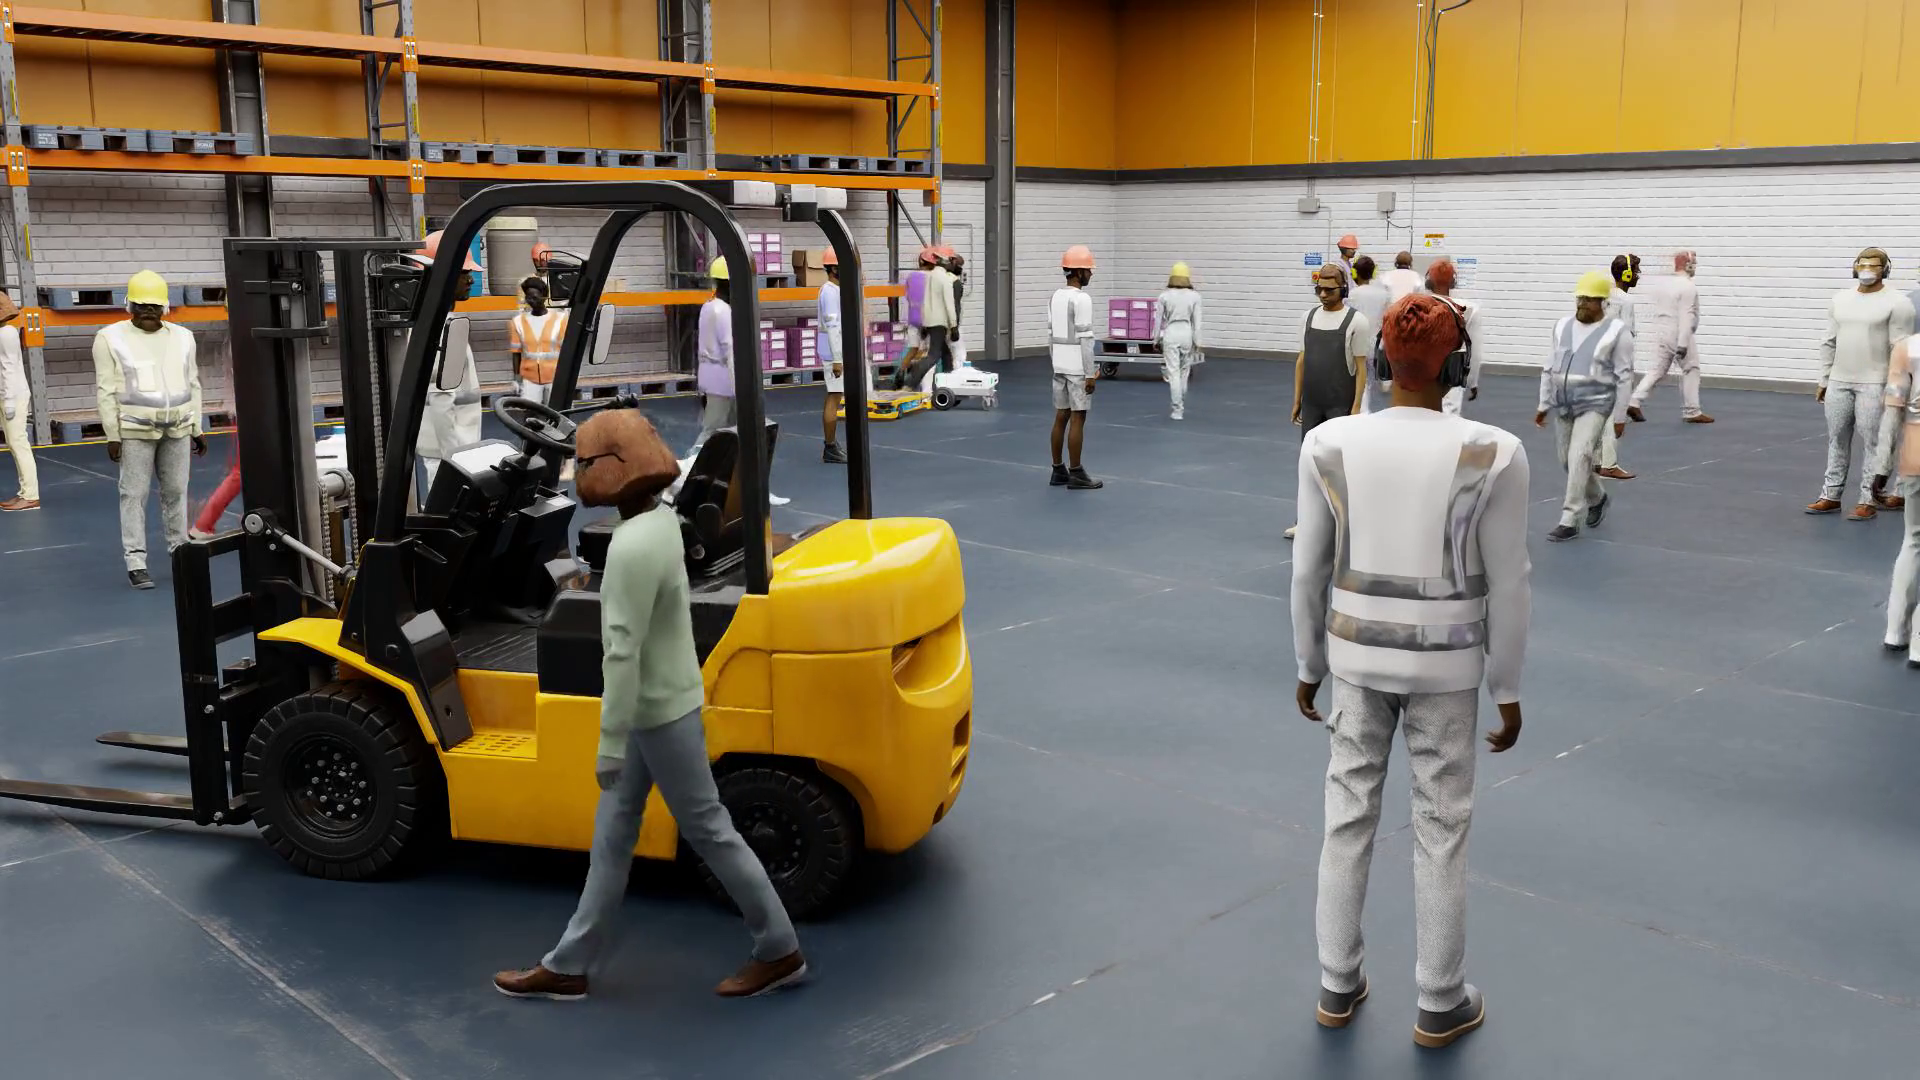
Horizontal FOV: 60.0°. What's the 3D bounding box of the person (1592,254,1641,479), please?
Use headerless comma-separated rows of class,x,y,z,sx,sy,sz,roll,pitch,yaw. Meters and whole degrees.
person,5.474,-1.441,13.898,0.310,1.859,0.532,-1,10,-8

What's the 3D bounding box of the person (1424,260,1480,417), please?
person,3.644,-1.200,12.647,0.575,1.843,0.978,3,11,18

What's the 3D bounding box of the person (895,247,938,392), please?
person,-0.511,-2.756,21.016,0.578,1.879,0.861,8,13,36

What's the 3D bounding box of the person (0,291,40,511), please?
person,-7.024,-1.026,12.277,0.280,1.624,0.493,-8,13,-38

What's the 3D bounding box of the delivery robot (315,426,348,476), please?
delivery robot,-4.749,-0.634,12.800,0.707,0.478,0.477,-3,11,-17

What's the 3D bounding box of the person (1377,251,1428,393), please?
person,5.580,-2.739,21.091,0.664,1.810,0.828,2,11,11

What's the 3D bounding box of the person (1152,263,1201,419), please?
person,2.412,-2.222,18.565,0.507,1.698,0.873,-1,10,-4

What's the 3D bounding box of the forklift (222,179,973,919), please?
forklift,-1.114,-0.058,5.440,2.313,2.155,1.214,2,11,13

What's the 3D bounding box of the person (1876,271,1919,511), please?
person,7.005,-1.132,12.002,0.378,1.937,0.629,-4,11,-19

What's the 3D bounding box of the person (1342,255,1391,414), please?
person,3.719,-1.714,15.467,0.557,1.829,0.951,-1,10,-8

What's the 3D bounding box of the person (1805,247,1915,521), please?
person,6.429,-1.112,11.888,0.372,1.940,0.631,-6,12,-30

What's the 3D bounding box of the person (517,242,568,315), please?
person,-4.561,-2.277,18.231,0.544,1.942,0.347,-4,11,-21

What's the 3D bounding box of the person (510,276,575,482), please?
person,-3.417,-1.318,13.686,0.554,1.686,0.342,1,10,3

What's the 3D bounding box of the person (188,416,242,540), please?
person,-4.538,-0.782,10.665,0.891,1.724,0.538,-3,11,-17

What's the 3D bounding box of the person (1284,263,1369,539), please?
person,2.426,-0.896,10.979,0.504,1.841,0.344,9,14,39

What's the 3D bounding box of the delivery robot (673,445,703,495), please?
delivery robot,-1.793,-0.426,11.667,0.477,0.478,0.707,-4,11,-21

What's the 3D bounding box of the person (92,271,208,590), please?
person,-4.656,-0.638,9.625,0.404,1.821,0.588,9,14,40

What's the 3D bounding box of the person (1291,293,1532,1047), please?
person,1.120,0.332,4.168,0.584,1.881,0.349,6,12,29

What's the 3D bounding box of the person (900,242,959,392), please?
person,-0.311,-2.644,20.256,1.002,1.947,0.618,-5,12,-25

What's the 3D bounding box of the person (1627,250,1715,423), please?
person,7.679,-2.187,17.946,0.942,1.871,0.652,-1,10,-7

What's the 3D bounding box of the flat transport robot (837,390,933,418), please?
flat transport robot,-0.852,-1.536,18.752,0.652,0.197,1.431,4,11,19

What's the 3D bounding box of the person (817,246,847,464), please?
person,-1.094,-1.652,14.836,0.355,1.938,0.545,-1,10,-5

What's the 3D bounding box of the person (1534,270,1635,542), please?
person,4.230,-0.915,11.201,0.840,1.801,0.591,-7,13,-34

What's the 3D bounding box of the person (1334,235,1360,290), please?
person,5.574,-3.400,24.129,0.417,2.031,0.609,5,12,26

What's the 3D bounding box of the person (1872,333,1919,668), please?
person,4.662,-0.339,7.821,0.601,1.878,0.619,9,14,40

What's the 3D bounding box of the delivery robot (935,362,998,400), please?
delivery robot,0.079,-1.832,19.330,0.707,0.478,0.477,2,11,12

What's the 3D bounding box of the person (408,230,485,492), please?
person,-2.442,-0.457,8.030,0.373,2.042,0.614,-3,11,-17

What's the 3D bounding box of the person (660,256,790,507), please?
person,-1.767,-1.135,12.178,0.971,1.884,0.604,-4,11,-19

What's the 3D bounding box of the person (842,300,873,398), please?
person,-1.308,-2.453,20.032,0.582,1.612,0.548,0,10,-1

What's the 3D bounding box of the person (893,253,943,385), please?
person,-0.494,-2.938,22.228,0.927,1.805,0.581,-9,14,-41

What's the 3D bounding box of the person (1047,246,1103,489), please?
person,0.926,-1.375,13.321,0.356,1.937,0.552,-6,12,-28

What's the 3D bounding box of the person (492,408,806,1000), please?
person,-0.798,0.454,4.328,0.834,1.585,0.517,-1,10,-7

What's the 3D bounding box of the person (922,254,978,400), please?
person,-0.133,-2.619,20.502,0.822,1.800,0.713,-8,13,-37
